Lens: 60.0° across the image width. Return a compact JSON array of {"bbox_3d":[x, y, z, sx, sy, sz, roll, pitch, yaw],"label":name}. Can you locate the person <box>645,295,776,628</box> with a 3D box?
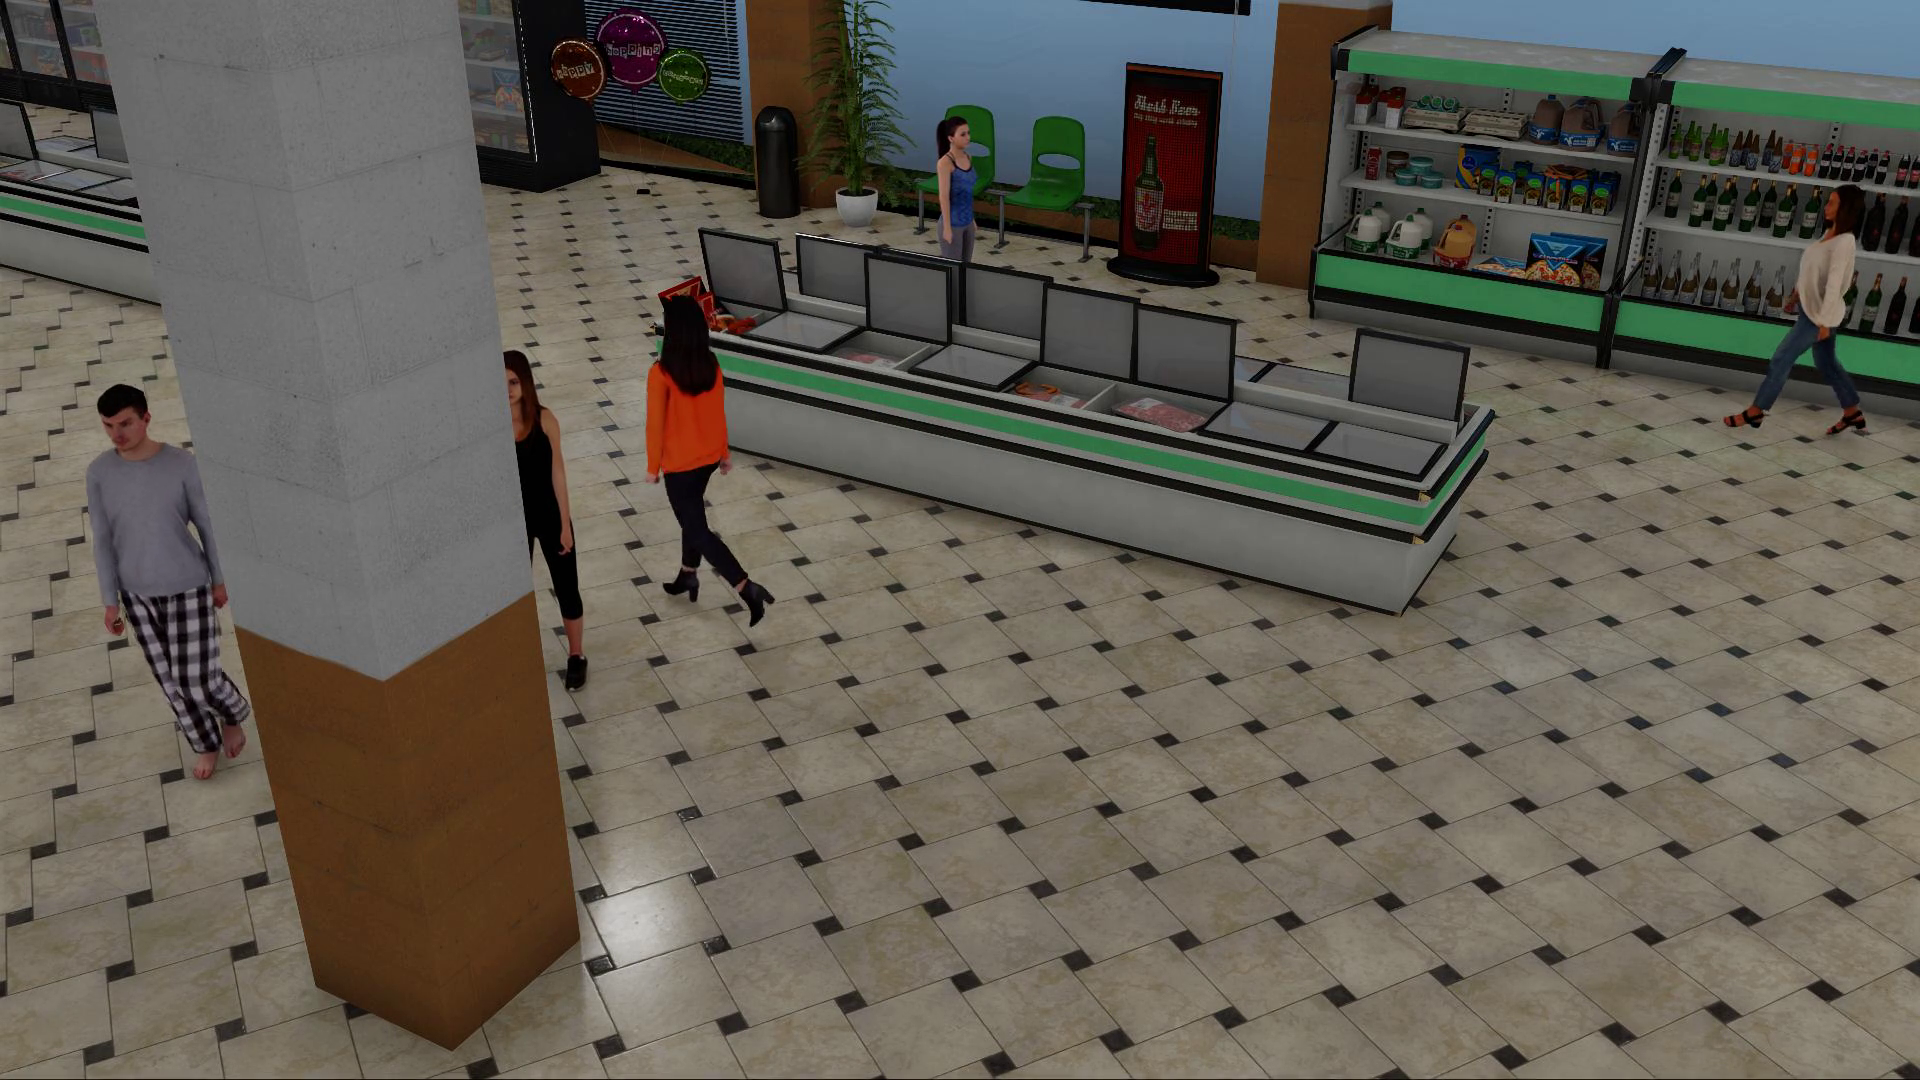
[{"bbox_3d":[-1.290,-0.354,8.356,1.073,1.721,0.621,15,31,28],"label":"person"}]

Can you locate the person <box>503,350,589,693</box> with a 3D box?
[{"bbox_3d":[-2.000,-0.086,7.824,0.615,1.724,0.701,-2,27,-4],"label":"person"}]

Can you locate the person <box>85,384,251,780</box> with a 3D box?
[{"bbox_3d":[-3.415,0.168,7.200,0.777,1.836,0.843,-3,27,-5],"label":"person"}]

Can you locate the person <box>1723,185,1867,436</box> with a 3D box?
[{"bbox_3d":[5.523,-1.408,10.523,1.078,1.642,0.672,11,29,21],"label":"person"}]

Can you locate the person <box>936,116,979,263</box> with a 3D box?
[{"bbox_3d":[-0.024,-2.356,12.427,0.531,1.610,0.549,14,30,26],"label":"person"}]
